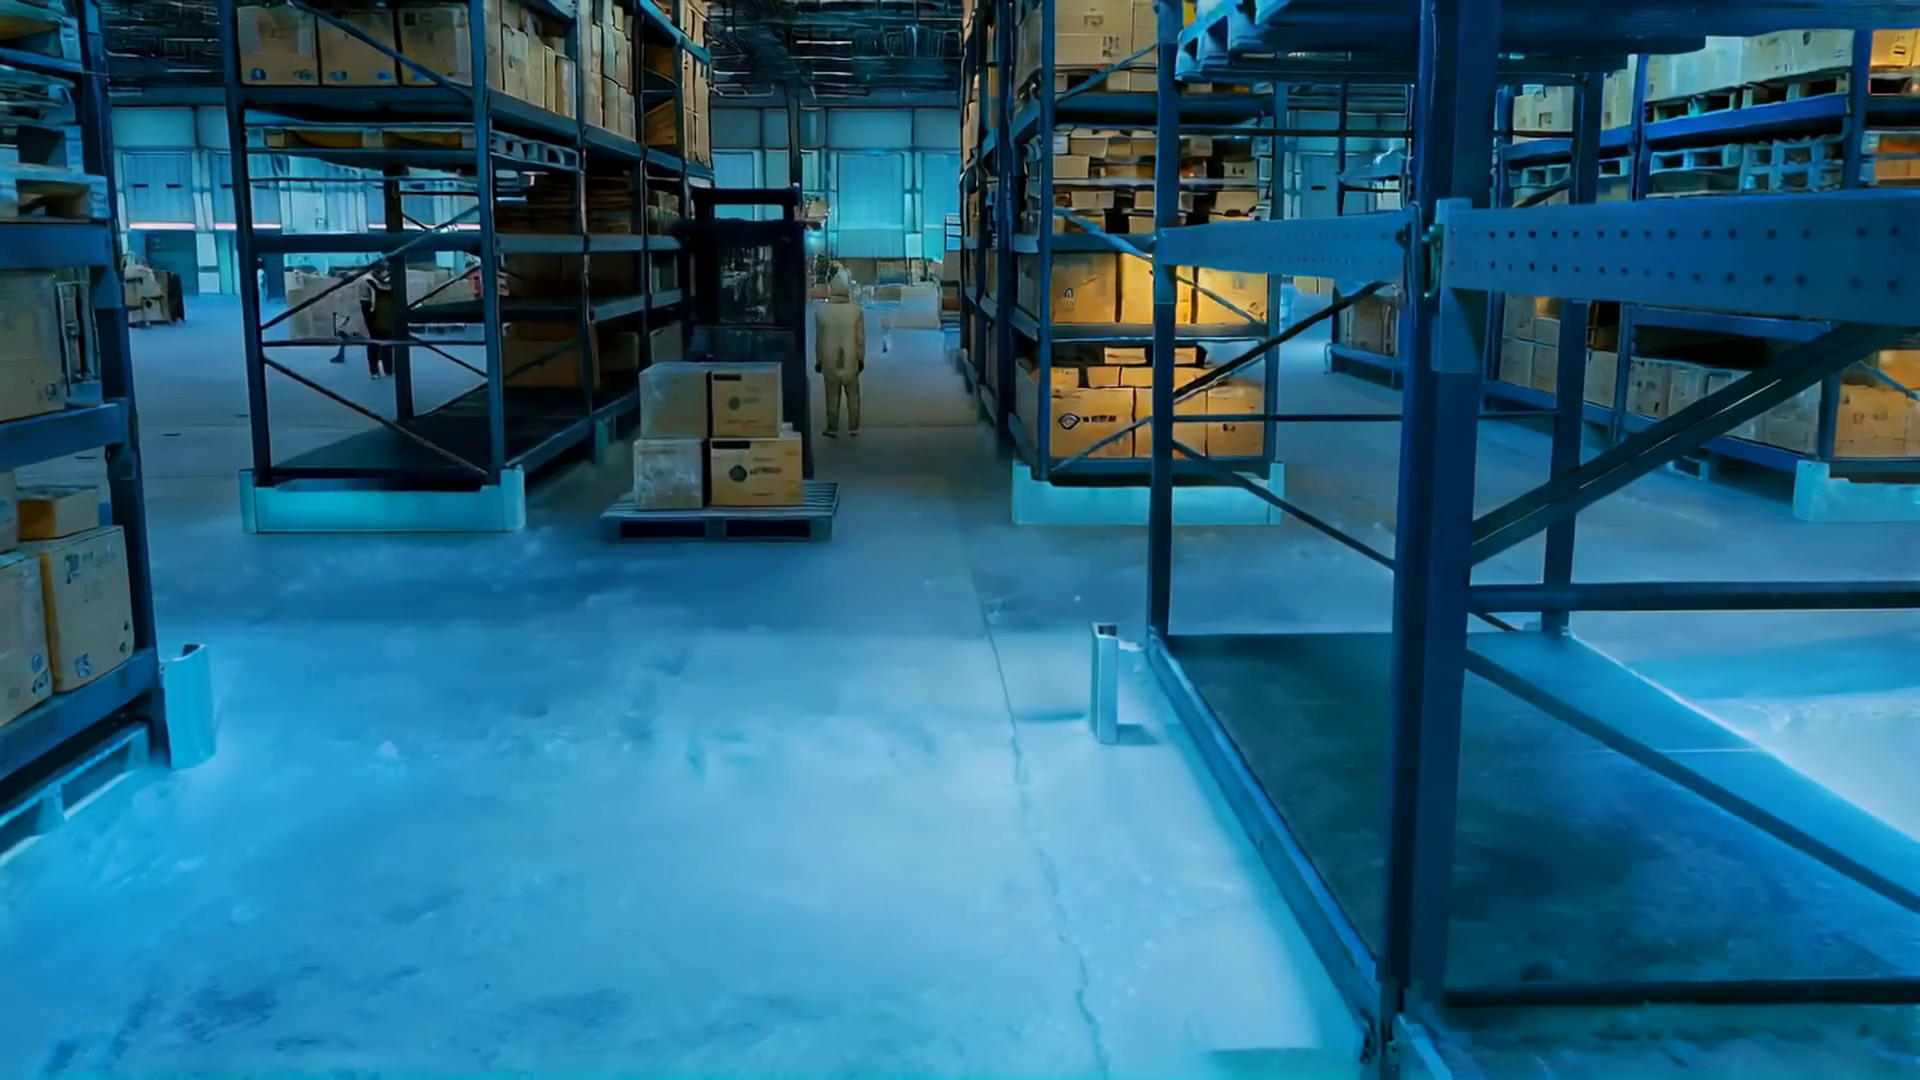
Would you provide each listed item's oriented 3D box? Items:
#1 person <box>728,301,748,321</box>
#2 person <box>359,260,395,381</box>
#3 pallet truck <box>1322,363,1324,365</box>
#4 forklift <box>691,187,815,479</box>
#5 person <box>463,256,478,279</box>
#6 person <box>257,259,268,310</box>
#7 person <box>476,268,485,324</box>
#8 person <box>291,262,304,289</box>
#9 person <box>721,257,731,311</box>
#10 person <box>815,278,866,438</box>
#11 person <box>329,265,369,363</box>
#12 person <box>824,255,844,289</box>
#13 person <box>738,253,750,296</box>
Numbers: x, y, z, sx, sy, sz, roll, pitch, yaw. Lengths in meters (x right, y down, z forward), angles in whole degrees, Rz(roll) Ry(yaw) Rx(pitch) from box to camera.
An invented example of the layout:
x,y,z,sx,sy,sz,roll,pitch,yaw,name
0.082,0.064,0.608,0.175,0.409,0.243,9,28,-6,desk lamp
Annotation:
x,y,z,sx,sy,sz,roll,pitch,yaw,name
-2.447,-1.792,18.392,0.536,1.700,0.318,-6,12,-30,person
-9.804,-3.735,28.269,0.538,2.000,0.683,5,11,27,person
7.712,-4.157,30.737,1.885,1.965,0.823,3,11,16,pallet truck
-1.937,-1.810,15.205,1.129,2.768,1.873,0,10,-2,forklift
-16.909,-8.930,57.769,0.634,1.840,0.429,4,11,22,person
-24.185,-8.830,57.484,0.493,1.741,0.309,2,10,11,person
-13.468,-7.097,47.358,0.582,1.919,0.400,-4,11,-20,person
-19.850,-7.517,50.179,0.670,1.749,0.533,-3,11,-15,person
-7.820,-8.497,55.395,0.422,1.823,0.552,8,13,38,person
-1.448,-2.176,19.953,0.643,1.909,0.410,-5,11,-28,person
-11.865,-4.412,32.455,0.906,1.906,0.548,-8,13,-39,person
-4.218,-8.482,55.099,0.662,1.892,0.974,4,11,21,person
-8.514,-10.283,65.146,0.556,1.914,0.742,1,10,3,person
